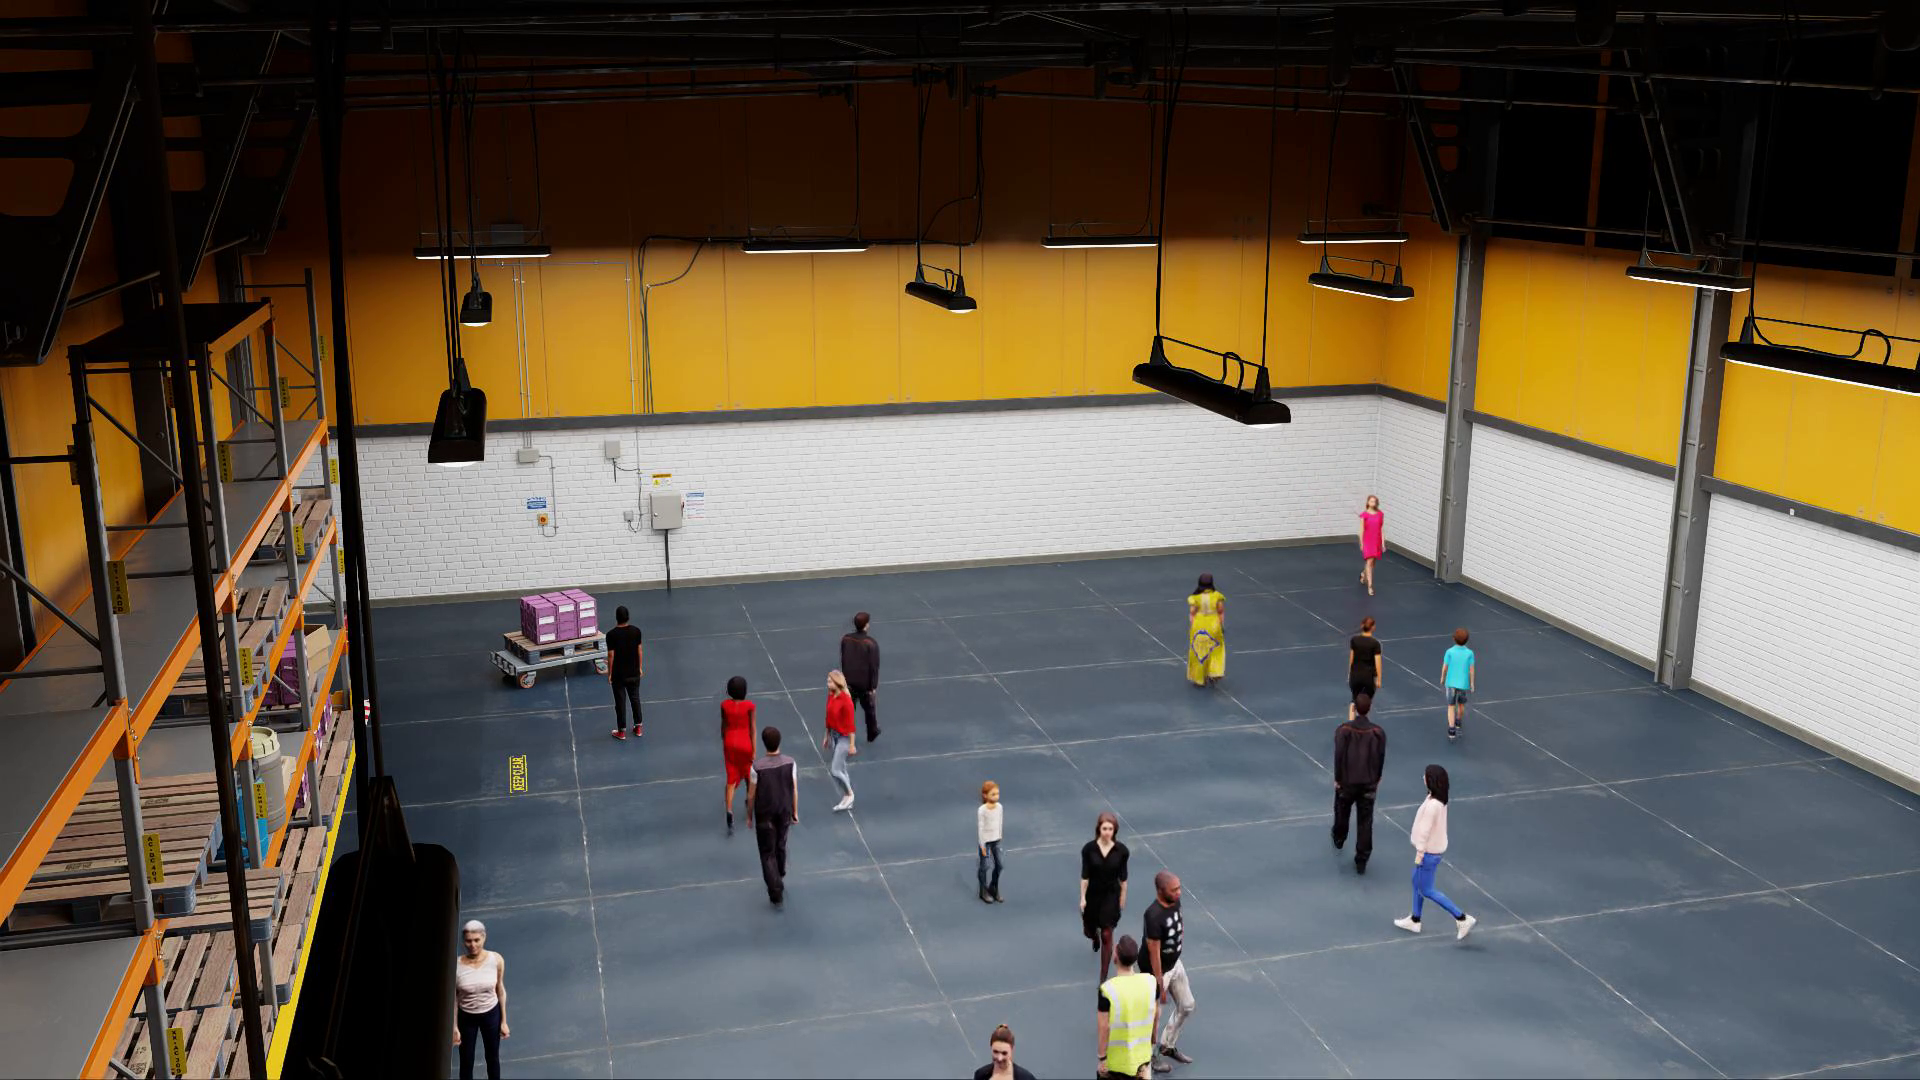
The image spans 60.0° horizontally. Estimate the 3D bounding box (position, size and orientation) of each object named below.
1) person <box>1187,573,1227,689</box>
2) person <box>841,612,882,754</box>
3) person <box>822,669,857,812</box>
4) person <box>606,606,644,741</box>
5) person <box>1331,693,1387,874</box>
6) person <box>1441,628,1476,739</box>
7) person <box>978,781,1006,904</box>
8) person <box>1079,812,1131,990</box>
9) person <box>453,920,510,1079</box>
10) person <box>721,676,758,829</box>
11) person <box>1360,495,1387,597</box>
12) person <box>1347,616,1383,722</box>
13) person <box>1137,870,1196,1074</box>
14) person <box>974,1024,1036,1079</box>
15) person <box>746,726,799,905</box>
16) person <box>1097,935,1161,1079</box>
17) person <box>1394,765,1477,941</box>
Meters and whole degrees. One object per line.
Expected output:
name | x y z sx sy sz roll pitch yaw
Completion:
person | 3.481 1.294 23.441 0.887 1.645 0.993 1 14 6
person | -1.319 1.841 20.870 1.135 1.792 1.311 4 14 17
person | -1.305 2.303 19.181 0.765 1.688 0.633 -10 17 -36
person | -4.329 1.701 21.519 0.695 1.759 0.677 -9 16 -32
person | 4.214 2.596 17.584 0.978 1.871 1.207 2 14 8
person | 6.441 1.877 21.526 0.815 1.414 1.032 2 14 9
person | 0.257 3.055 16.888 0.540 1.307 0.595 -9 16 -33
person | 1.296 3.262 15.226 0.778 1.687 0.930 1 14 6
person | -3.784 3.775 13.078 0.612 1.701 0.563 -5 15 -20
person | -2.519 2.413 18.706 0.843 1.699 1.192 1 14 4
person | 7.028 0.053 28.459 0.683 1.696 1.041 -2 14 -7
person | 5.148 1.791 21.360 0.785 1.658 0.837 11 17 37
person | 1.591 3.550 13.813 0.883 1.792 0.834 9 16 33
person | 0.344 4.143 11.639 0.860 1.663 0.929 6 15 23
person | -1.879 2.804 16.821 0.744 1.827 1.038 -6 15 -22
person | 1.279 3.879 12.435 0.797 1.801 1.169 -5 15 -20
person | 4.615 3.038 16.021 1.096 1.748 1.043 8 16 29
